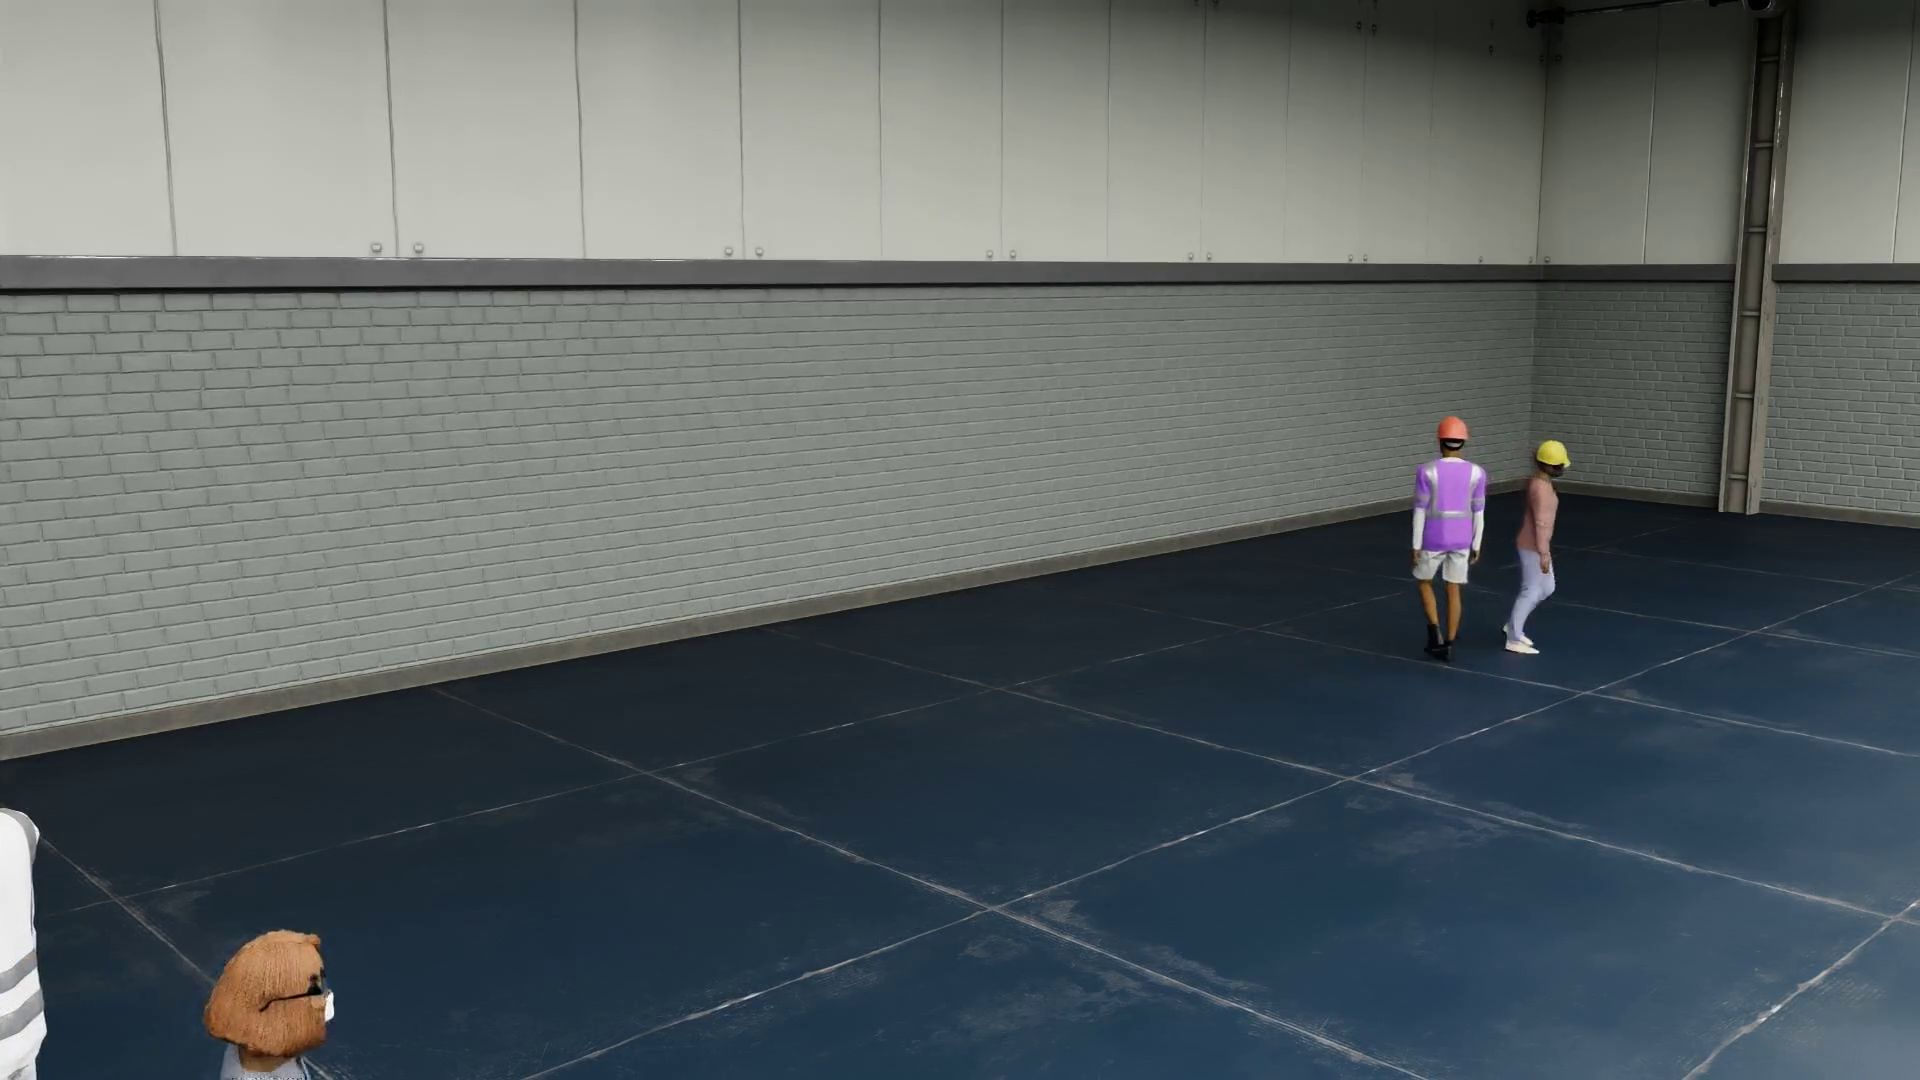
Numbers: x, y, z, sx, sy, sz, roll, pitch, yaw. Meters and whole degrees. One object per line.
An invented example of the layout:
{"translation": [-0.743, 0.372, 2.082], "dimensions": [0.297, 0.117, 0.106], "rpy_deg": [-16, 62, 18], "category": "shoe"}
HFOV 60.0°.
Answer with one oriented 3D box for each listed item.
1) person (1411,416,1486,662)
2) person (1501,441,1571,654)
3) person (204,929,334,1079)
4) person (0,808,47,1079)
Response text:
{"translation": [3.790, -0.004, 12.969], "dimensions": [0.562, 1.917, 0.411], "rpy_deg": [0, 9, 2], "category": "person"}
{"translation": [4.546, 0.069, 13.100], "dimensions": [0.457, 1.726, 0.540], "rpy_deg": [4, 10, 23], "category": "person"}
{"translation": [-1.570, 1.641, 3.696], "dimensions": [0.628, 1.614, 0.507], "rpy_deg": [-4, 10, -24], "category": "person"}
{"translation": [-2.652, 1.387, 4.450], "dimensions": [0.353, 1.884, 0.578], "rpy_deg": [-1, 9, -4], "category": "person"}
